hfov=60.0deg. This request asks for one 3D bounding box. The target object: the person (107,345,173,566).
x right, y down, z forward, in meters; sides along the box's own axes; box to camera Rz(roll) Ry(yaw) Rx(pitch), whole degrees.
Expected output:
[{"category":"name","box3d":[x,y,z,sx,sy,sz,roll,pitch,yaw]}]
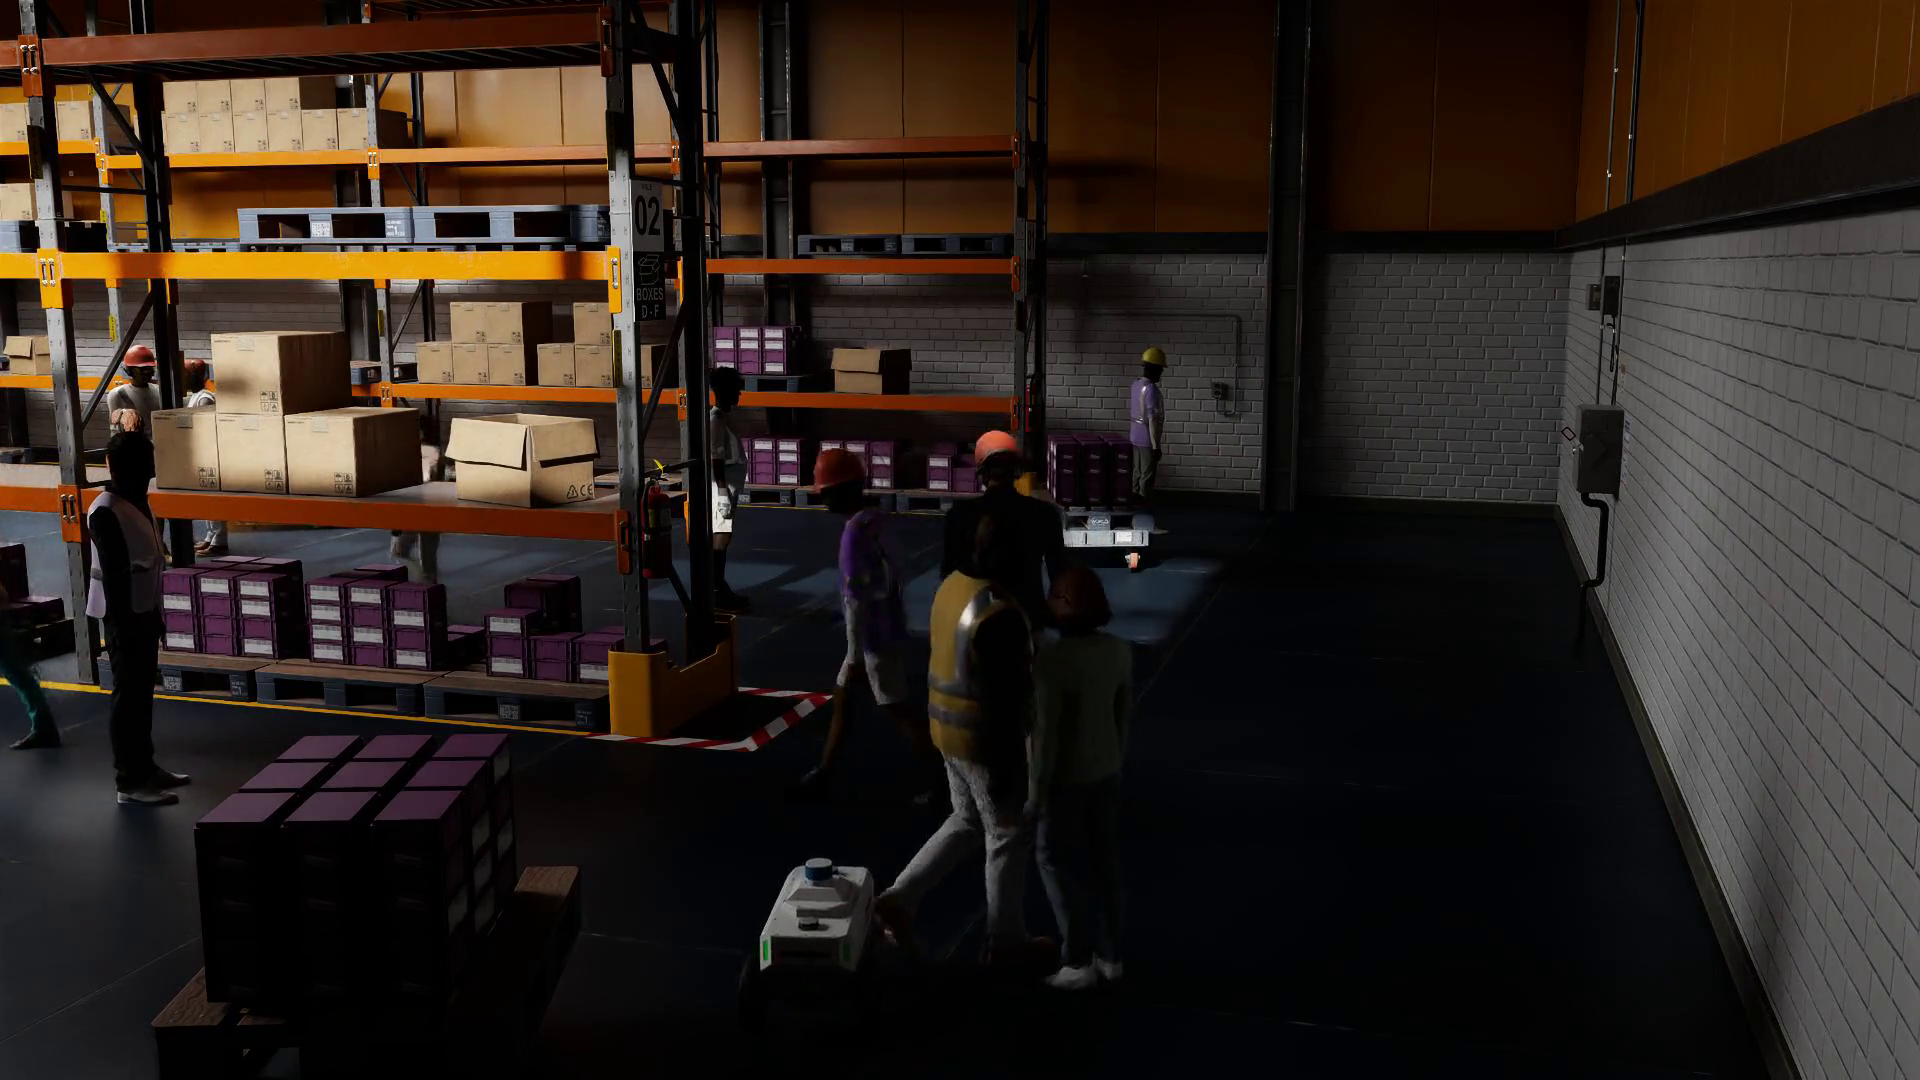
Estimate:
[{"category":"person","box3d":[-7.365,-0.742,15.079,0.376,2.042,0.615,4,10,25]}]

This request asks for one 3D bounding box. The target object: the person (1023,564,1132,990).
[{"category":"person","box3d":[0.454,0.907,6.328,0.527,1.635,0.292,-8,12,-40]}]

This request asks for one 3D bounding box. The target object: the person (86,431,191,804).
[{"category":"person","box3d":[-4.255,0.393,8.551,0.393,1.916,0.591,-2,10,-13]}]

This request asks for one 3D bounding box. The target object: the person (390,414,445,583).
[{"category":"person","box3d":[-4.179,-0.172,12.872,0.397,1.626,0.539,5,11,28]}]

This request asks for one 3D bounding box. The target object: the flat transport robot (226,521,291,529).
[{"category":"flat transport robot","box3d":[-7.114,-0.277,17.635,1.431,0.197,0.652,-2,9,-9]}]

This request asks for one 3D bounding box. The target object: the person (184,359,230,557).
[{"category":"person","box3d":[-7.173,-0.779,15.788,0.337,1.882,0.584,-6,11,-31]}]

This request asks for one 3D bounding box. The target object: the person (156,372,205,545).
[{"category":"person","box3d":[-7.772,-0.803,16.249,0.788,1.797,0.528,9,13,44]}]

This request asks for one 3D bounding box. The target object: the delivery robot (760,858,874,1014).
[{"category":"delivery robot","box3d":[-0.519,1.419,6.145,0.477,0.478,0.707,1,9,3]}]

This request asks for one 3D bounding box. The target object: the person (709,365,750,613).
[{"category":"person","box3d":[-1.875,-0.407,13.271,0.367,1.967,0.603,-1,9,-5]}]

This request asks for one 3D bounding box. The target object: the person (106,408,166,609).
[{"category":"person","box3d":[-6.520,-0.228,13.171,0.308,1.641,0.515,3,10,17]}]

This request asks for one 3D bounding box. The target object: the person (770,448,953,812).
[{"category":"person","box3d":[-0.427,0.462,8.334,1.003,1.865,0.588,0,9,2]}]

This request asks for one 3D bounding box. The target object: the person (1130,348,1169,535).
[{"category":"person","box3d":[1.946,-1.015,17.128,0.382,1.917,0.585,-2,10,-14]}]

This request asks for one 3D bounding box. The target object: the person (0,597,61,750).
[{"category":"person","box3d":[-5.545,0.382,9.222,0.922,1.712,0.557,-4,10,-23]}]

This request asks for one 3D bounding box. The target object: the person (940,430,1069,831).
[{"category":"person","box3d":[0.227,0.421,8.349,0.704,1.919,1.048,-1,9,-6]}]

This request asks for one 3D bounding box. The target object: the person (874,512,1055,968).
[{"category":"person","box3d":[0.011,0.791,6.447,0.675,1.811,0.642,-4,10,-22]}]
